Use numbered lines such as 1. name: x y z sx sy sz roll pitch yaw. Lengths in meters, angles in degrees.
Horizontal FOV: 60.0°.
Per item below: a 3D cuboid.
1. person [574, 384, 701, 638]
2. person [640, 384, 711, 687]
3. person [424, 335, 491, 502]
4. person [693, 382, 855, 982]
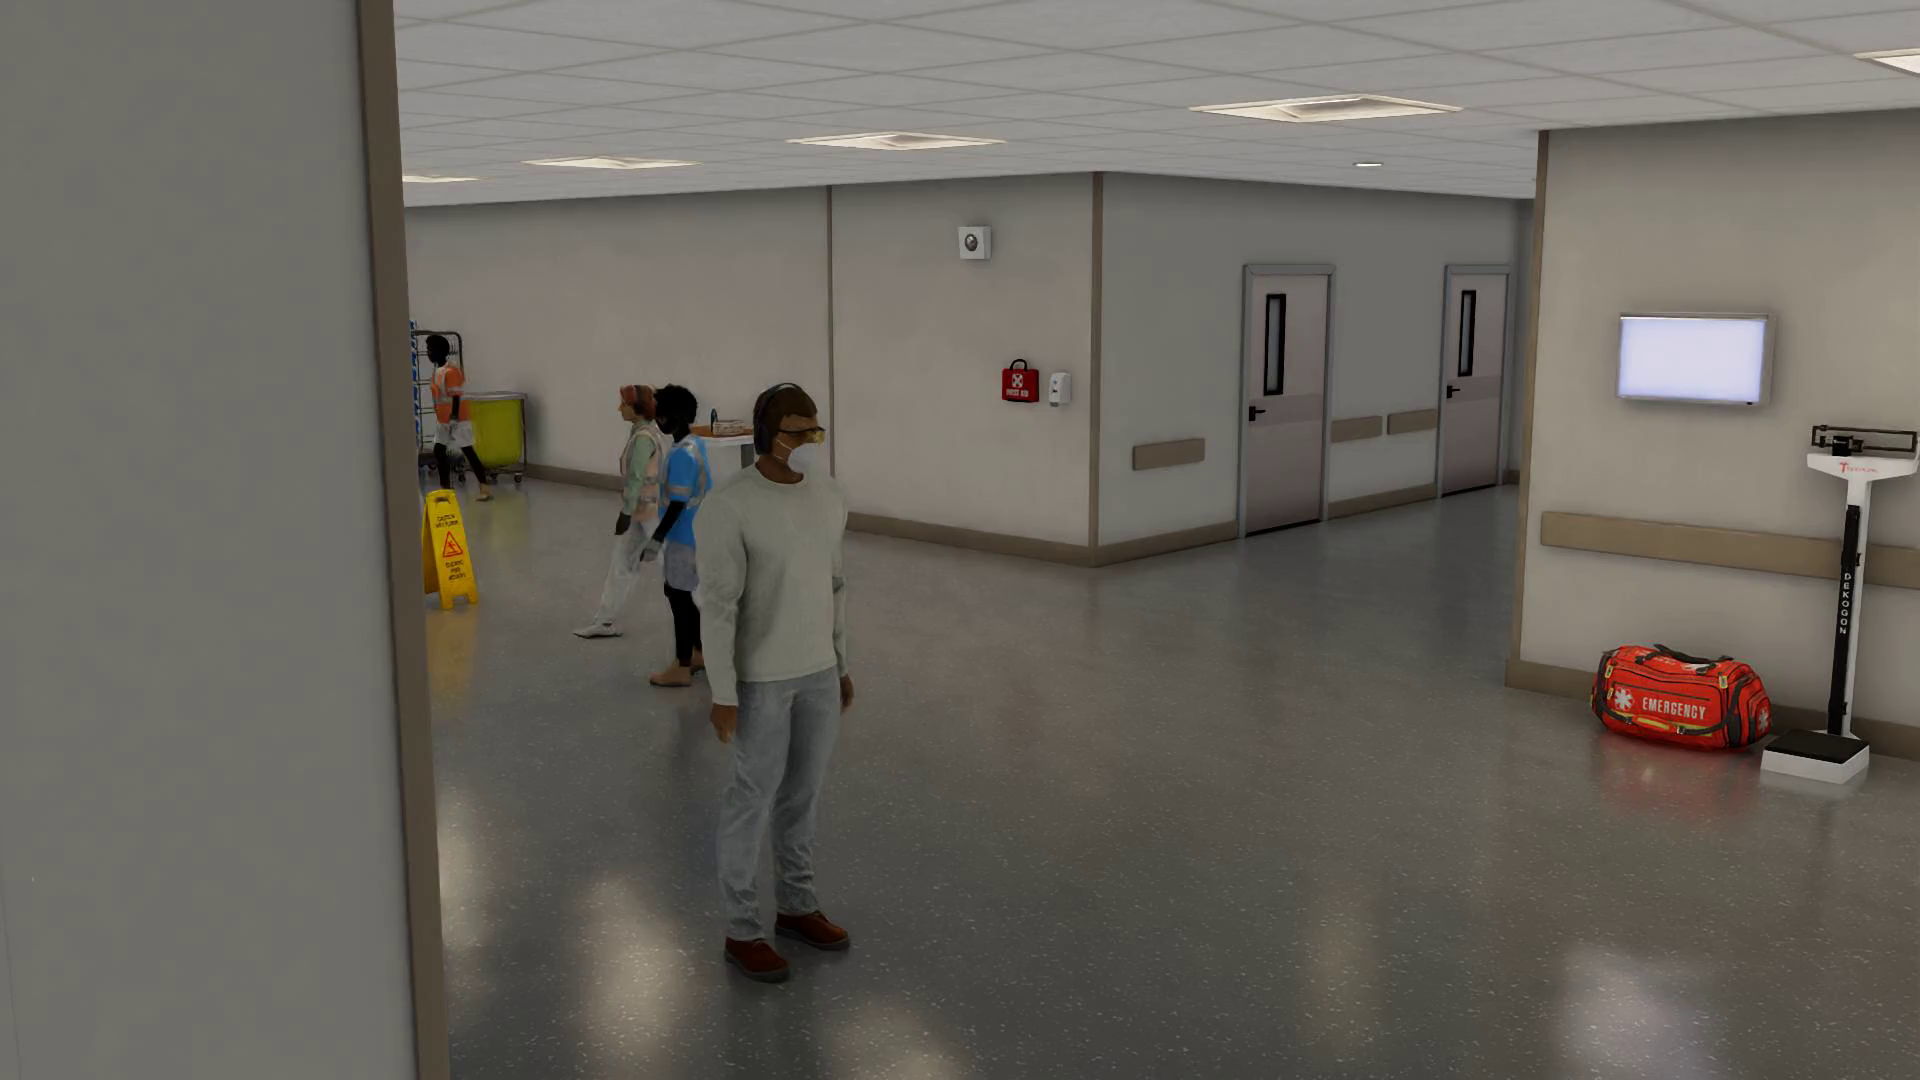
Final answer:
1. person: -1.939 -0.173 10.342 0.878 1.596 0.508 -3 10 -19
2. person: -1.517 -0.017 9.118 0.370 1.689 0.563 -2 9 -10
3. person: -4.968 -1.196 16.423 0.612 1.661 0.550 -8 13 -42
4. person: -0.588 0.450 5.466 0.356 1.936 0.635 7 12 38
